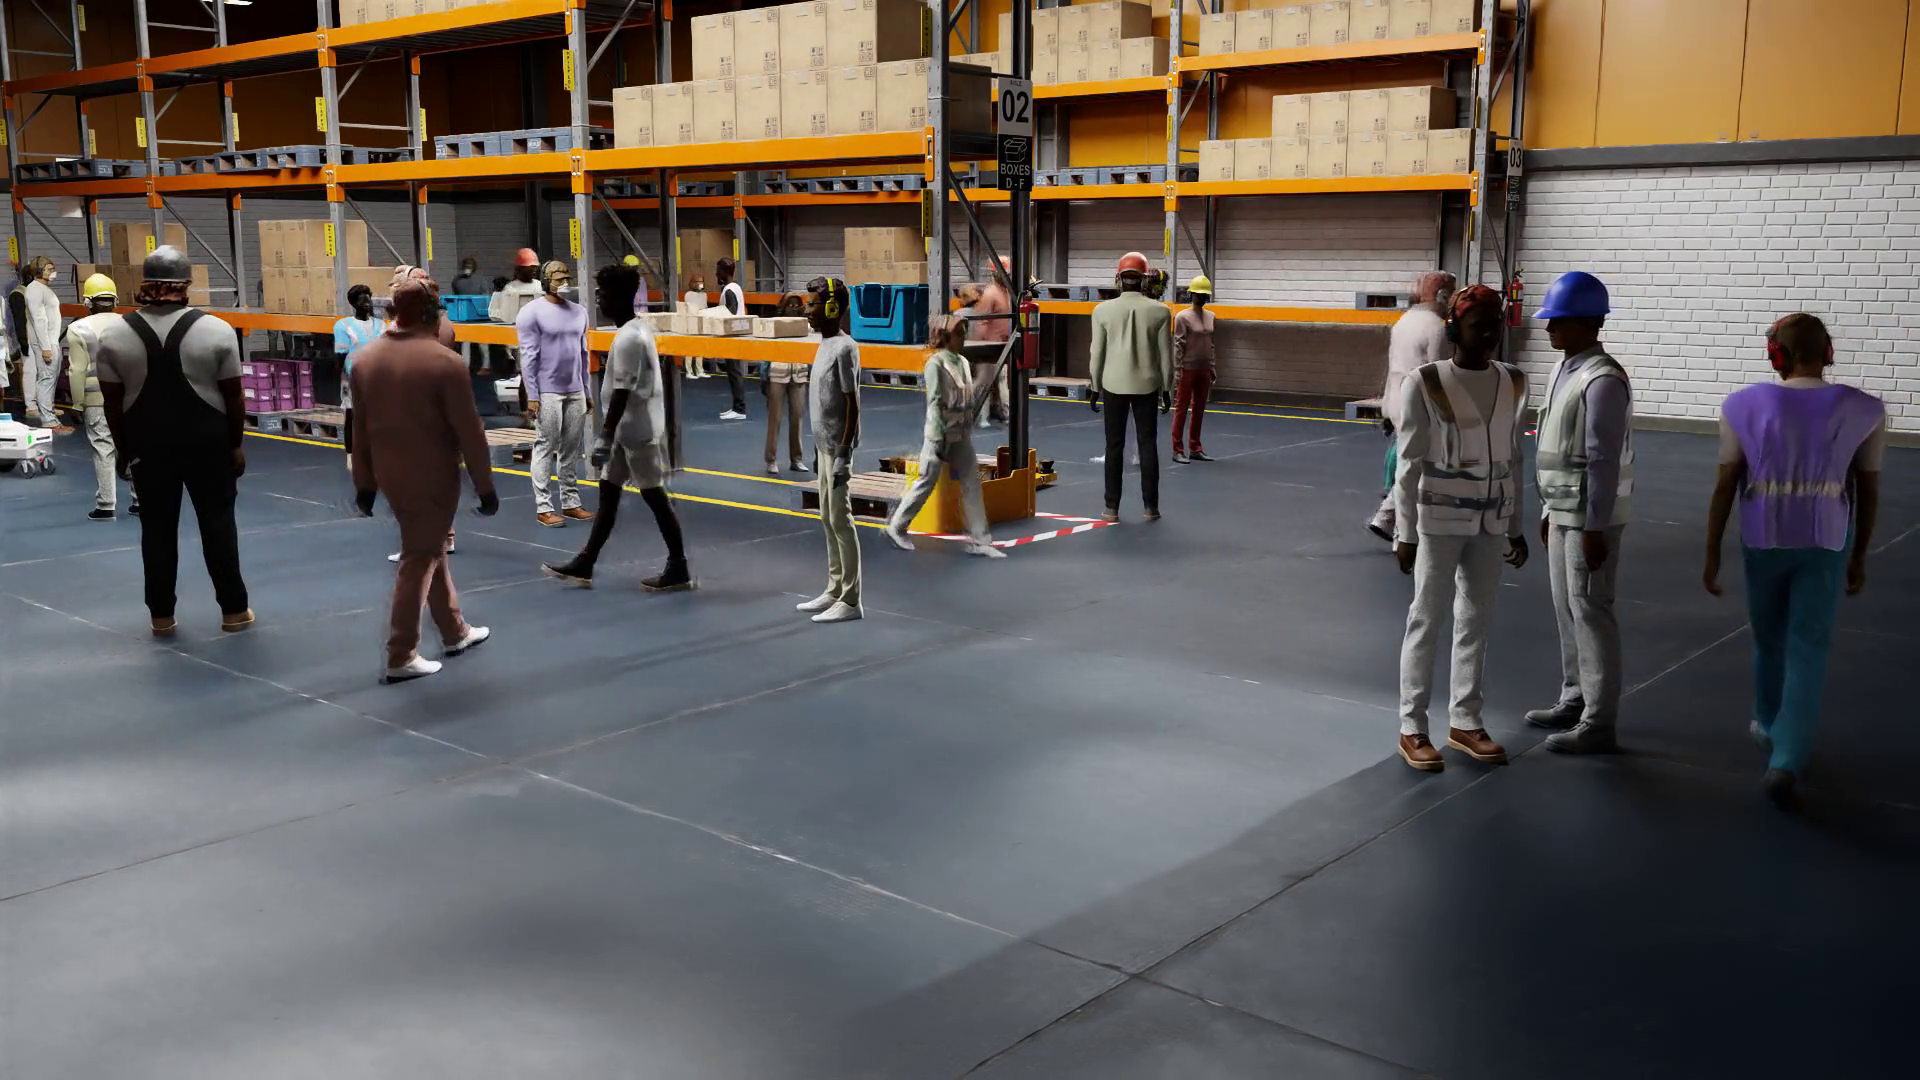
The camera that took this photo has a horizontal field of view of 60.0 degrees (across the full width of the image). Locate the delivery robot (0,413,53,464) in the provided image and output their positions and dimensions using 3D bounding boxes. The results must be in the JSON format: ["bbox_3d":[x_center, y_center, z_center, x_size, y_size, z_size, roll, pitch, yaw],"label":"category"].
[{"bbox_3d":[-8.446,-0.879,14.749,0.707,0.478,0.477,1,10,8],"label":"delivery robot"}]

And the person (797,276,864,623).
[{"bbox_3d":[-0.705,-0.485,9.034,0.316,1.868,0.531,-3,11,-19],"label":"person"}]

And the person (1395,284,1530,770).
[{"bbox_3d":[1.960,-0.047,6.493,0.586,1.882,0.341,-4,11,-19],"label":"person"}]

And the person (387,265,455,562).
[{"bbox_3d":[-3.523,-0.812,10.774,0.407,1.913,0.641,2,10,11],"label":"person"}]

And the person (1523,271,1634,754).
[{"bbox_3d":[2.486,-0.109,6.730,0.436,1.935,0.623,1,10,4],"label":"person"}]

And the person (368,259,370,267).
[{"bbox_3d":[-9.073,-3.394,25.523,0.666,1.890,0.668,3,10,15],"label":"person"}]

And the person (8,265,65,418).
[{"bbox_3d":[-11.055,-2.380,19.938,0.430,1.836,0.618,2,10,10],"label":"person"}]

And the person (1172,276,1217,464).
[{"bbox_3d":[2.234,-1.604,15.701,0.533,1.765,0.322,-8,13,-38],"label":"person"}]

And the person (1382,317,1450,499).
[{"bbox_3d":[3.740,-1.120,13.059,0.542,1.728,0.896,-9,13,-41],"label":"person"}]

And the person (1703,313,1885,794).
[{"bbox_3d":[3.150,0.038,6.323,0.581,1.783,0.966,5,11,25],"label":"person"}]

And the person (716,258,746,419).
[{"bbox_3d":[-2.692,-2.392,19.783,0.383,1.911,0.602,-1,10,-6],"label":"person"}]

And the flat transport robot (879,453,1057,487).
[{"bbox_3d":[0.053,-0.604,14.258,1.431,0.197,0.652,5,11,25],"label":"flat transport robot"}]

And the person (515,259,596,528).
[{"bbox_3d":[-2.928,-1.068,12.154,0.372,1.940,0.632,7,12,33],"label":"person"}]

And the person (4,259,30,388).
[{"bbox_3d":[-13.403,-3.063,23.662,0.588,1.897,0.823,3,10,18],"label":"person"}]

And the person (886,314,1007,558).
[{"bbox_3d":[-0.119,-0.686,10.964,0.855,1.607,0.519,6,12,31],"label":"person"}]

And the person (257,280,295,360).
[{"bbox_3d":[-11.418,-3.774,27.856,0.588,1.834,0.403,-2,10,-13],"label":"person"}]

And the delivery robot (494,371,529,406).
[{"bbox_3d":[-5.280,-1.832,20.172,0.707,0.478,0.477,-1,10,-8],"label":"delivery robot"}]

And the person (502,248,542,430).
[{"bbox_3d":[-4.737,-2.221,18.488,0.592,2.016,0.640,8,13,38],"label":"person"}]

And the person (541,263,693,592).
[{"bbox_3d":[-2.028,-0.637,9.711,0.957,1.920,0.625,-1,10,-8],"label":"person"}]

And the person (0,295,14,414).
[{"bbox_3d":[-9.622,-1.823,16.455,0.356,1.937,0.552,3,11,19],"label":"person"}]

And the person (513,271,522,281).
[{"bbox_3d":[-7.779,-3.971,29.551,0.499,1.633,0.279,-8,13,-38],"label":"person"}]

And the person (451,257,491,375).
[{"bbox_3d":[-7.668,-3.497,26.163,0.634,1.896,0.950,1,10,3],"label":"person"}]

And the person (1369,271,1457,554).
[{"bbox_3d":[3.035,-0.826,10.966,0.417,1.882,0.652,-1,10,-6],"label":"person"}]

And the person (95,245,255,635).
[{"bbox_3d":[-4.102,-0.522,8.753,0.681,2.000,0.536,-2,10,-14],"label":"person"}]

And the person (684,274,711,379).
[{"bbox_3d":[-4.094,-3.317,25.857,0.284,1.627,0.493,6,12,31],"label":"person"}]

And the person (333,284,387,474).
[{"bbox_3d":[-5.377,-1.450,15.010,0.322,1.697,0.531,8,13,38],"label":"person"}]

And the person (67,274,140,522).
[{"bbox_3d":[-6.322,-1.052,12.365,0.404,1.832,0.600,7,12,35],"label":"person"}]

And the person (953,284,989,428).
[{"bbox_3d":[0.160,-2.069,18.796,0.535,1.614,0.409,-4,11,-20],"label":"person"}]

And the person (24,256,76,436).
[{"bbox_3d":[-9.880,-2.097,18.016,0.372,1.940,0.631,-4,11,-22],"label":"person"}]

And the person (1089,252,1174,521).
[{"bbox_3d":[1.270,-1.133,12.365,0.623,1.992,0.396,1,10,4],"label":"person"}]

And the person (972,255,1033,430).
[{"bbox_3d":[0.328,-2.200,18.593,0.967,1.954,0.598,3,10,18],"label":"person"}]

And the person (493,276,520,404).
[{"bbox_3d":[-5.824,-2.597,21.623,0.422,1.660,0.551,-4,11,-22],"label":"person"}]

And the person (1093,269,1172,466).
[{"bbox_3d":[1.612,-1.602,15.517,0.730,1.830,0.344,3,11,19],"label":"person"}]

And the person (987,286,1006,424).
[{"bbox_3d":[0.486,-2.286,19.314,0.547,1.882,0.694,-9,13,-41],"label":"person"}]

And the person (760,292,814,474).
[{"bbox_3d":[-1.552,-1.418,15.026,0.523,1.635,0.318,-5,11,-25],"label":"person"}]

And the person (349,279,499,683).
[{"bbox_3d":[-2.484,-0.302,7.971,0.665,1.865,0.912,5,11,26],"label":"person"}]

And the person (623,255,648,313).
[{"bbox_3d":[-4.926,-3.348,25.196,0.397,1.918,0.588,2,10,12],"label":"person"}]
